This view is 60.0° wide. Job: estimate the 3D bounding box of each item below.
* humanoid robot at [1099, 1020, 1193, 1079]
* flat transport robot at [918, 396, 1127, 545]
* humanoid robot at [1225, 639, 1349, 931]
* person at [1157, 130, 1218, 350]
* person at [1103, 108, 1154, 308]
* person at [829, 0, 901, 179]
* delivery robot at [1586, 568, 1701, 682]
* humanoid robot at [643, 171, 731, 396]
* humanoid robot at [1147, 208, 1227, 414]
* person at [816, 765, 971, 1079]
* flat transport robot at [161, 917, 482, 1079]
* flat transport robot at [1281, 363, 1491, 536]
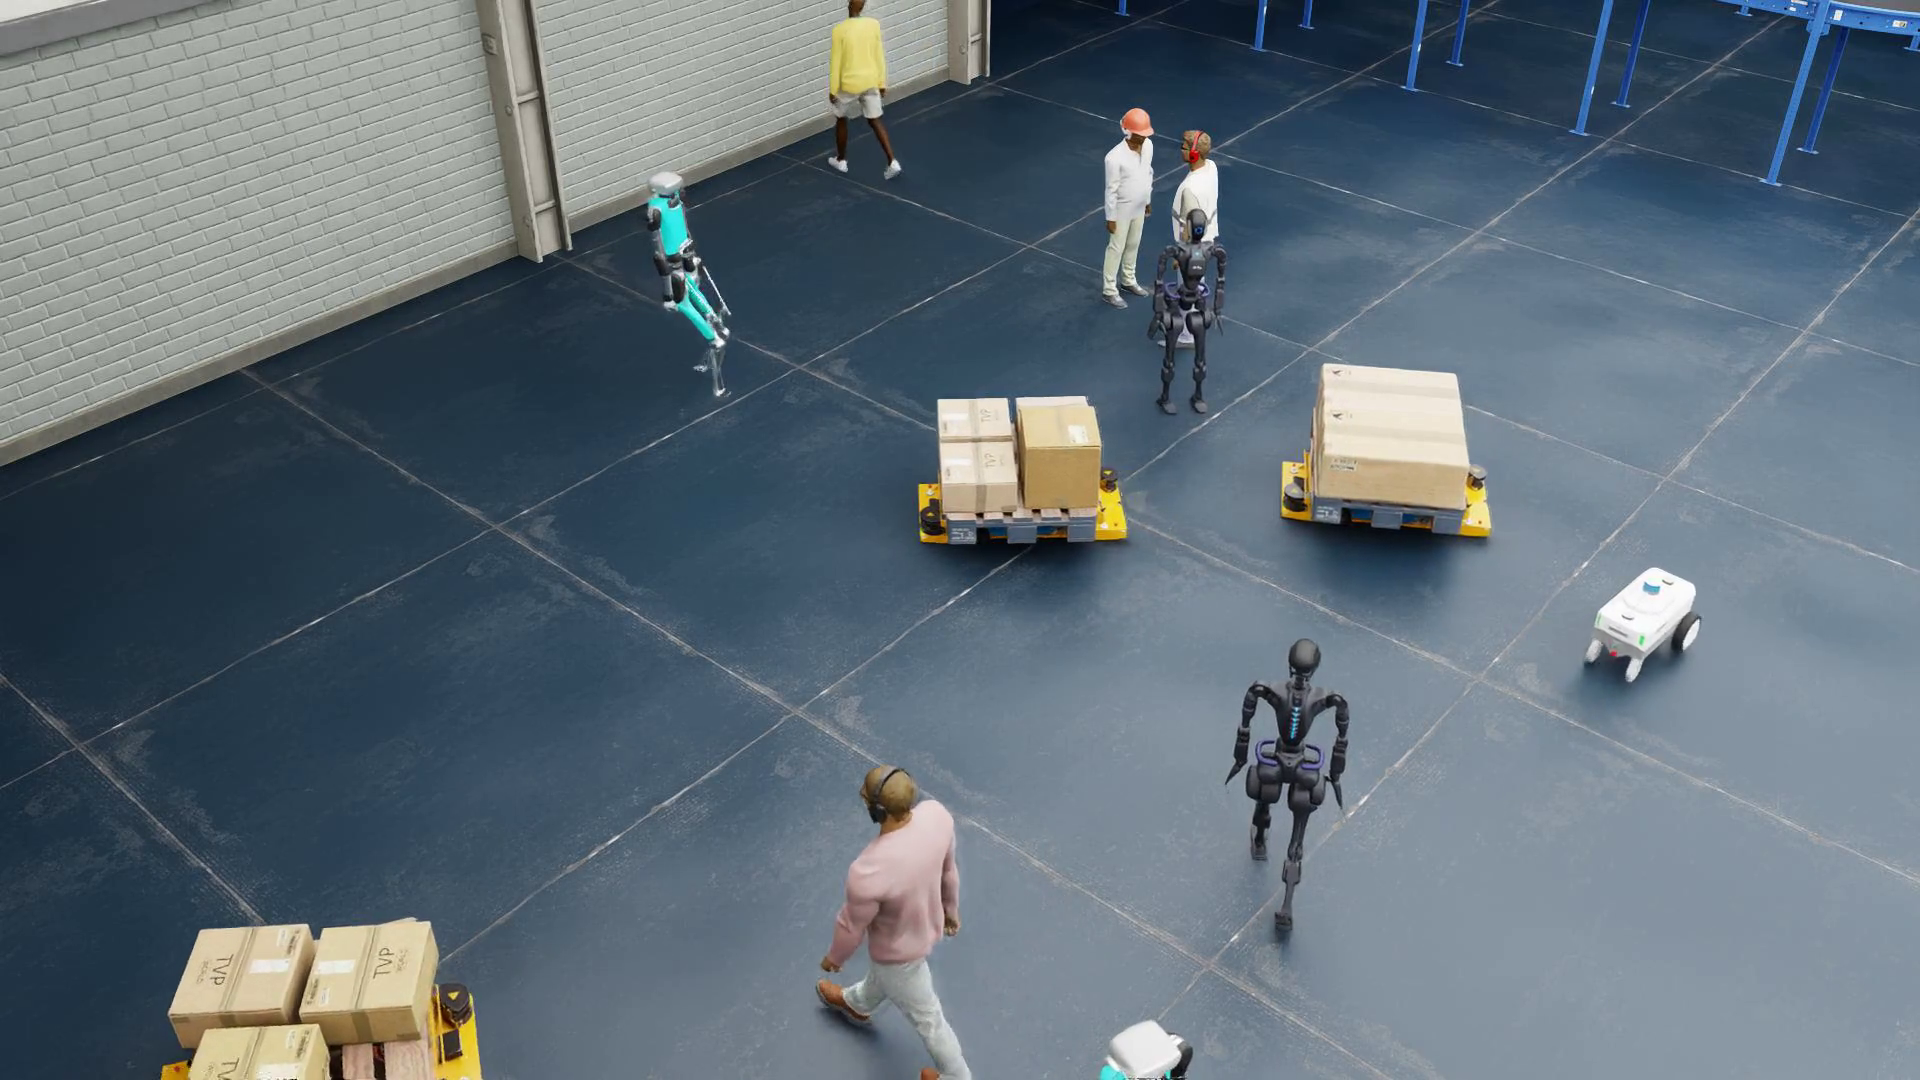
[{"bbox_3d":[0.855,2.685,6.404,0.537,1.769,1.026,-26,43,-32],"label":"humanoid robot"},{"bbox_3d":[0.427,-0.245,11.732,1.431,0.231,0.659,-1,35,-2],"label":"flat transport robot"},{"bbox_3d":[1.675,1.208,8.530,0.608,1.632,0.815,6,36,9],"label":"humanoid robot"},{"bbox_3d":[1.871,-2.410,13.413,0.390,1.846,0.566,12,37,16],"label":"person"},{"bbox_3d":[1.443,-2.816,14.069,0.346,1.745,0.562,28,44,33],"label":"person"},{"bbox_3d":[-0.980,-4.434,16.250,0.587,1.857,0.882,-17,39,-22],"label":"person"},{"bbox_3d":[4.288,0.489,10.445,0.767,0.583,0.499,-29,45,-34],"label":"delivery robot"},{"bbox_3d":[-1.968,-1.958,12.910,0.805,1.803,0.532,10,37,13],"label":"humanoid robot"},{"bbox_3d":[1.716,-1.725,12.586,0.588,1.653,0.331,-5,36,-8],"label":"humanoid robot"},{"bbox_3d":[-0.300,1.762,7.524,1.008,1.886,0.639,19,40,24],"label":"person"},{"bbox_3d":[-3.001,2.549,7.808,1.431,0.231,0.659,-11,37,-15],"label":"flat transport robot"},{"bbox_3d":[3.025,-0.336,11.860,1.431,0.231,0.659,5,36,8],"label":"flat transport robot"}]
